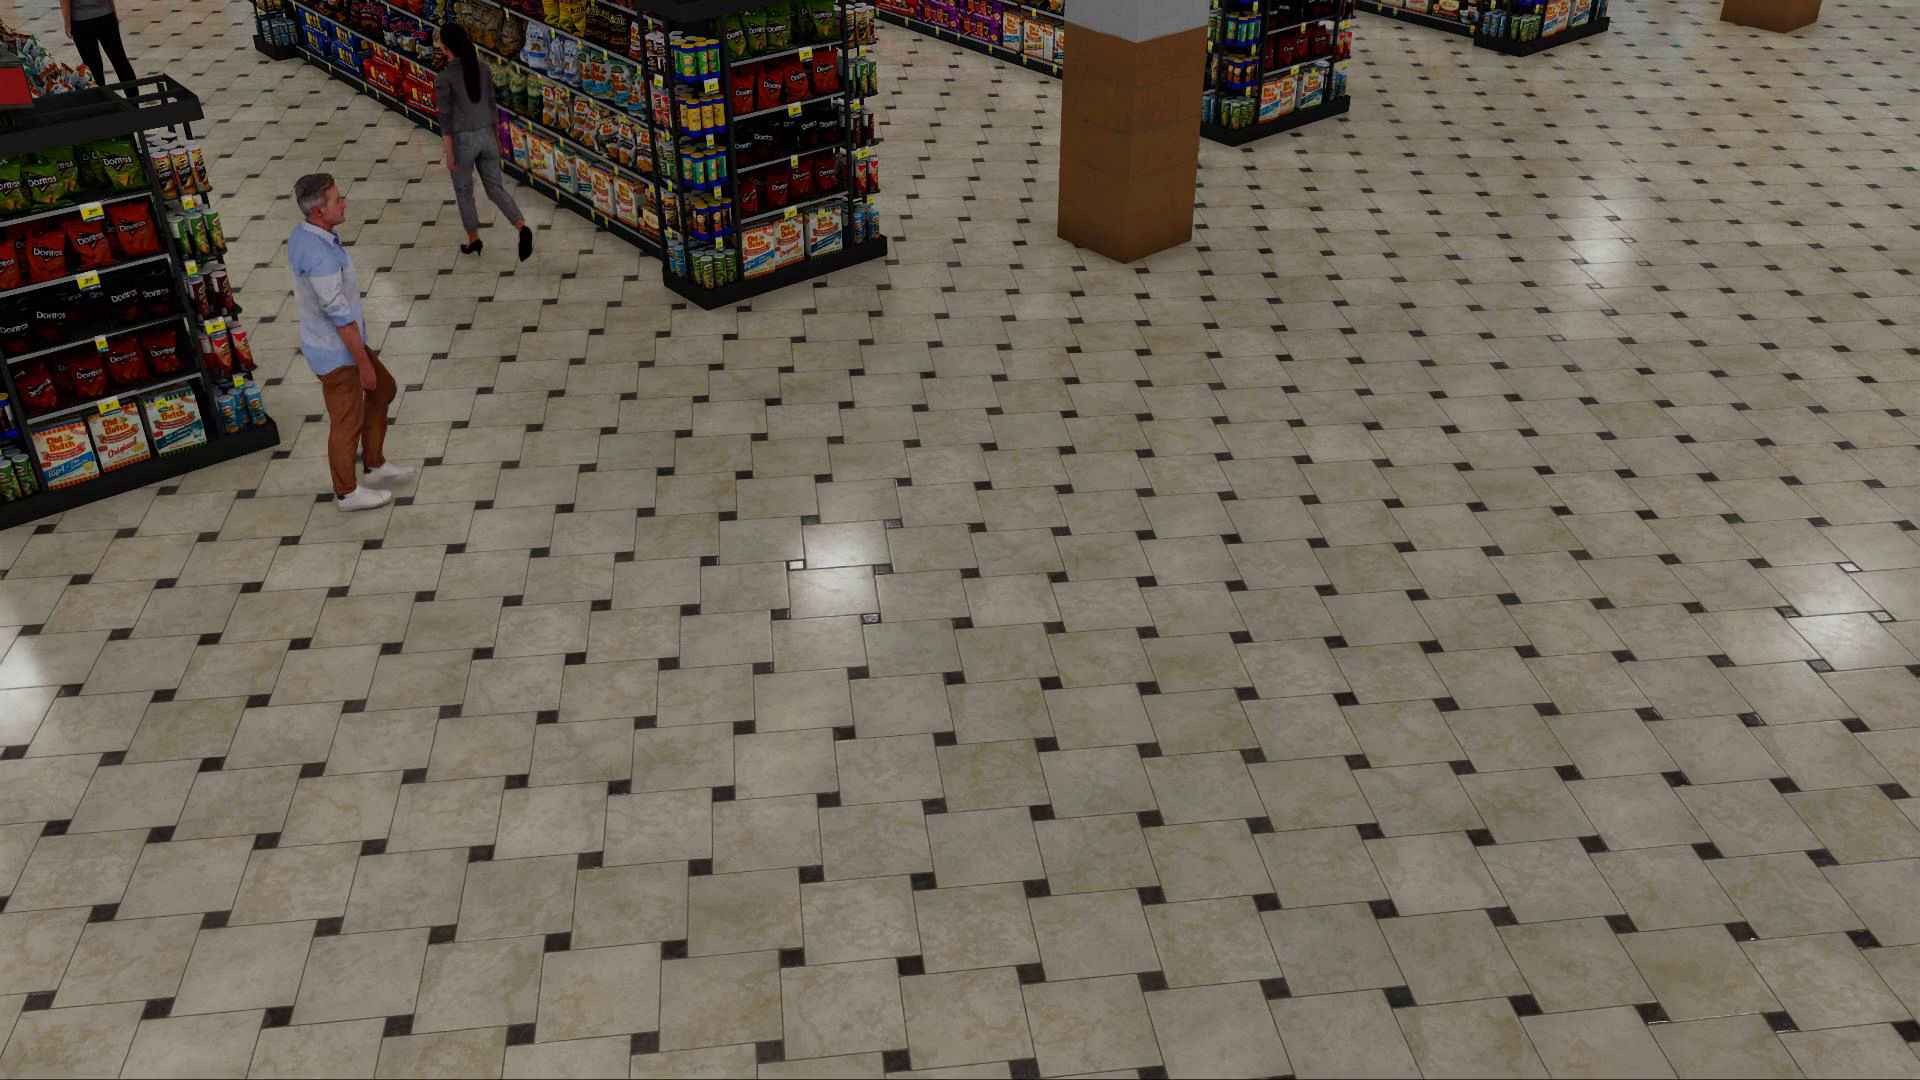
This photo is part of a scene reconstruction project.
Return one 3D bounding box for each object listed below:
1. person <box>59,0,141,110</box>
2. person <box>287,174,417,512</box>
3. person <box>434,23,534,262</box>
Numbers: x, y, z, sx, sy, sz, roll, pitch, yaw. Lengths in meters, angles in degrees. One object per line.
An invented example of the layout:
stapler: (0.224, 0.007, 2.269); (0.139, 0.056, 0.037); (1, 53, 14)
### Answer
person: (-7.335, -4.409, 14.044); (0.615, 1.755, 0.665); (22, 38, 31)
person: (-3.250, -0.968, 8.461); (0.849, 1.810, 0.709); (-14, 34, -21)
person: (-3.257, -2.640, 11.294); (1.048, 1.655, 0.717); (25, 40, 34)
